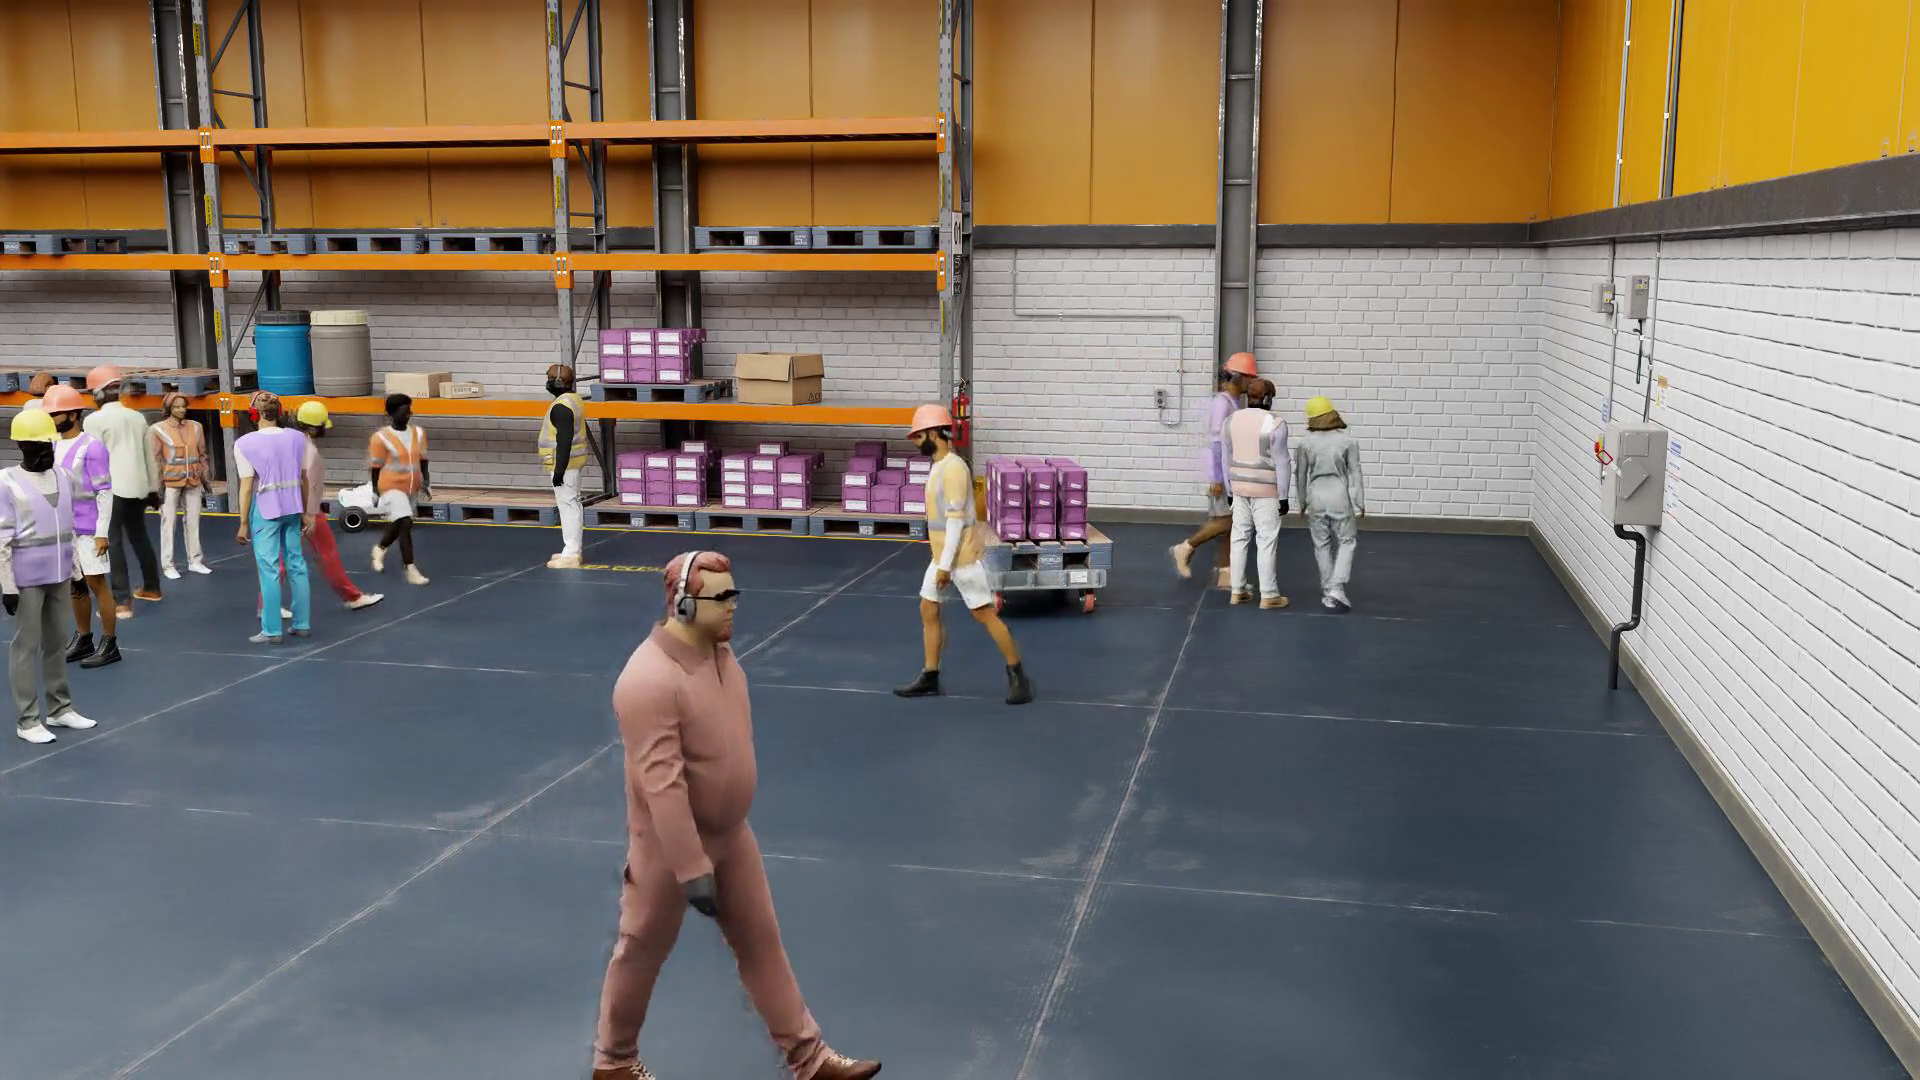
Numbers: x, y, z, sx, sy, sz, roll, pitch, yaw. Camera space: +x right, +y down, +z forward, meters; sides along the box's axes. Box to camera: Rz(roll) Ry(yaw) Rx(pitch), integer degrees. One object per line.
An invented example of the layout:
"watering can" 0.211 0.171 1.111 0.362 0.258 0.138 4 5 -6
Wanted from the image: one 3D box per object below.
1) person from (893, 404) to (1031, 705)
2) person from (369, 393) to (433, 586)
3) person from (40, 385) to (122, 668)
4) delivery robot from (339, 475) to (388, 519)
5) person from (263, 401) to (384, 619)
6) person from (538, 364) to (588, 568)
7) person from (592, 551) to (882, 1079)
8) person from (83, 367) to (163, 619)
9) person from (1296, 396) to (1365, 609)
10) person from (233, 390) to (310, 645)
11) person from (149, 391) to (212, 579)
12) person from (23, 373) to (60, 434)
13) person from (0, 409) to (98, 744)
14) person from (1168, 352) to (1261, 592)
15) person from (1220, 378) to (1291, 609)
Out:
"person" 0.047 0.091 10.459 0.845 1.896 0.592 -3 10 -18
"person" -4.893 -0.461 14.371 0.822 1.655 0.514 6 11 31
"person" -6.030 -0.089 11.340 0.552 1.935 0.367 5 11 26
"delivery robot" -6.014 -0.426 17.144 0.707 0.478 0.477 -3 10 -18
"person" -5.017 -0.233 12.891 0.917 1.687 0.555 -7 12 -37
"person" -3.591 -0.669 15.058 0.429 1.844 0.624 -1 10 -5
"person" -0.794 0.963 5.354 0.994 1.856 0.647 4 10 22
"person" -6.636 -0.396 13.202 0.572 1.938 0.816 2 10 14
"person" 2.931 -0.288 13.209 0.542 1.703 0.493 3 10 19
"person" -4.954 -0.160 12.027 0.390 1.846 0.564 6 11 32
"person" -6.830 -0.486 14.570 0.311 1.640 0.515 6 11 32
"person" -9.266 -0.884 16.932 0.500 1.636 0.282 3 10 16
"person" -5.321 0.199 9.662 0.386 1.927 0.589 3 10 16
"person" 2.166 -0.562 13.911 0.651 2.015 0.646 5 11 28
"person" 2.387 -0.371 13.312 0.623 1.839 0.429 9 13 43
